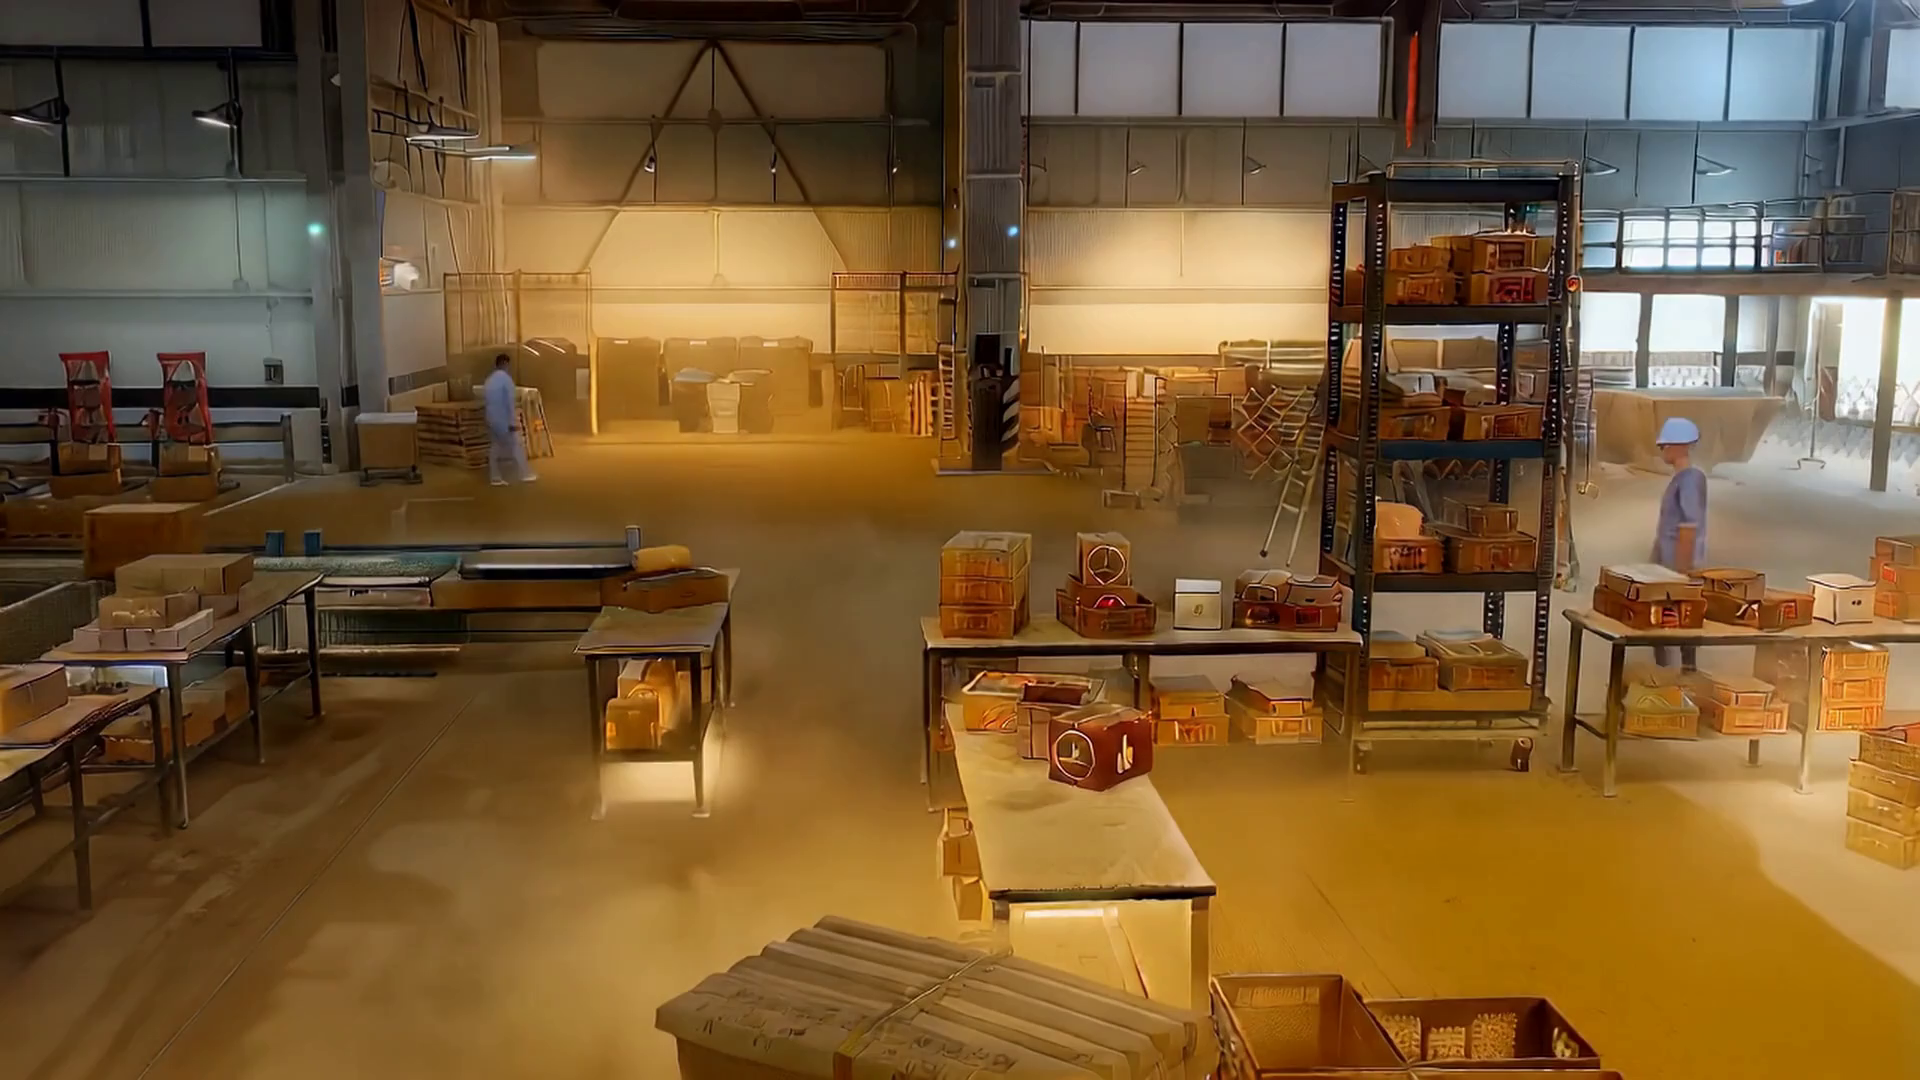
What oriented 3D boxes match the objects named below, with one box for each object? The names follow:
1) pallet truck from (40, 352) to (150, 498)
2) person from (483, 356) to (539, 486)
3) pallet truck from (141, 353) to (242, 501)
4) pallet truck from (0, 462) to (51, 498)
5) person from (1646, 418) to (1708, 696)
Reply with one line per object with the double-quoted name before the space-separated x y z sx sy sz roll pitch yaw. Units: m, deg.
"pallet truck" -11.907 -1.642 23.165 0.823 1.965 1.885 0 9 0
"person" -6.513 -1.723 24.064 0.658 1.866 0.856 6 11 33
"pallet truck" -10.520 -1.604 22.925 0.823 1.965 1.885 -1 9 -6
"pallet truck" -13.193 -1.293 23.148 0.653 1.274 1.630 -1 9 -4
"person" 5.085 0.130 11.953 0.616 2.018 0.614 5 10 27
